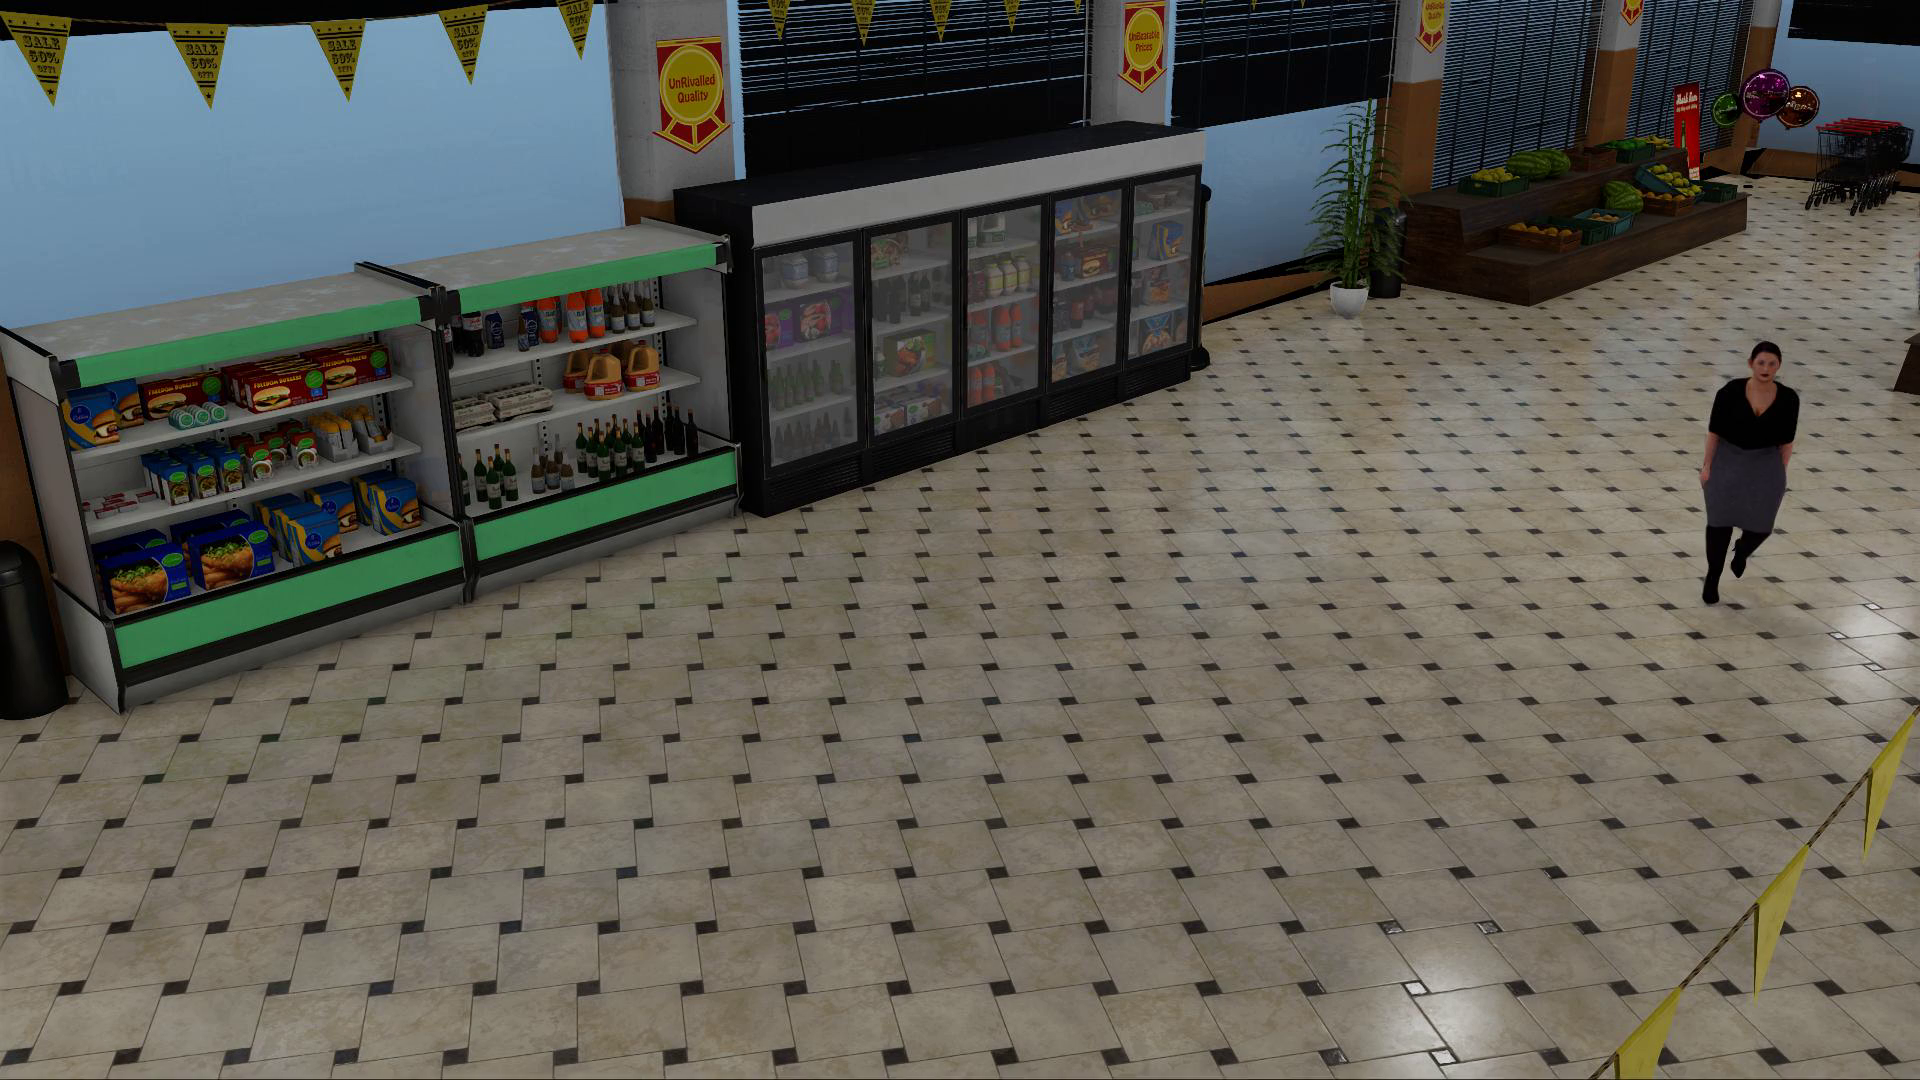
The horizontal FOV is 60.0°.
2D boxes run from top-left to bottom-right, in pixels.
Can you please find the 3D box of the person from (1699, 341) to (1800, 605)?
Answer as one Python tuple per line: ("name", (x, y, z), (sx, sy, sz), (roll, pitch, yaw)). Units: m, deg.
("person", (4.997, -0.443, 10.632), (0.805, 1.748, 0.893), (10, 24, 22))
